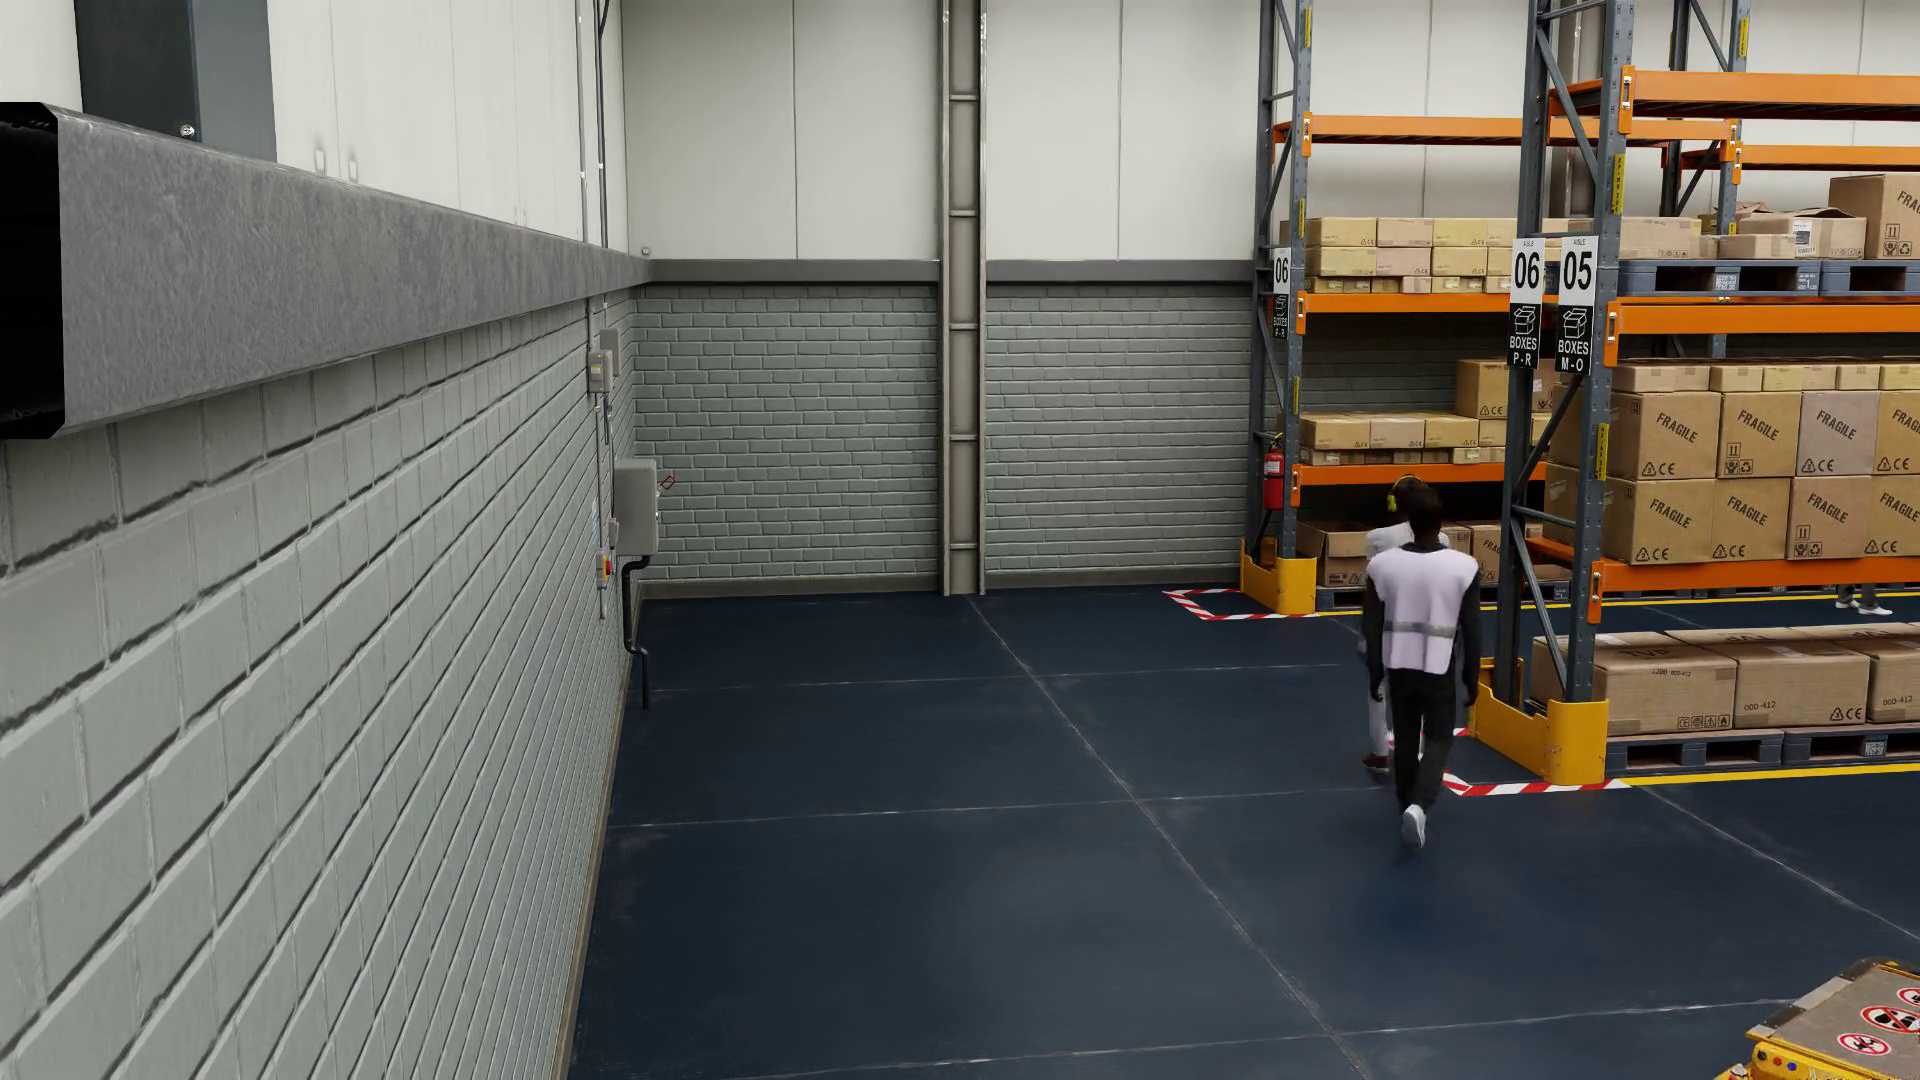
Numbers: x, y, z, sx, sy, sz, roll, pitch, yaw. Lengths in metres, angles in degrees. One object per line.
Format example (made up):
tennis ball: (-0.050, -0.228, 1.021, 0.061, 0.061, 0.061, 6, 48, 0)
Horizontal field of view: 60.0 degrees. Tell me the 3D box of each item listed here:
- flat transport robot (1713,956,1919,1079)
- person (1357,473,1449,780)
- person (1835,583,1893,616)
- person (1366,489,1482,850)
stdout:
flat transport robot: (3.456, 1.904, 6.198, 1.431, 0.197, 0.652, -8, 12, -39)
person: (2.609, 0.522, 9.878, 0.548, 1.844, 0.718, 1, 9, 3)
person: (8.076, -0.288, 14.671, 0.402, 1.918, 0.580, -2, 9, -12)
person: (2.420, 0.684, 8.747, 0.595, 1.900, 0.692, 4, 10, 25)
